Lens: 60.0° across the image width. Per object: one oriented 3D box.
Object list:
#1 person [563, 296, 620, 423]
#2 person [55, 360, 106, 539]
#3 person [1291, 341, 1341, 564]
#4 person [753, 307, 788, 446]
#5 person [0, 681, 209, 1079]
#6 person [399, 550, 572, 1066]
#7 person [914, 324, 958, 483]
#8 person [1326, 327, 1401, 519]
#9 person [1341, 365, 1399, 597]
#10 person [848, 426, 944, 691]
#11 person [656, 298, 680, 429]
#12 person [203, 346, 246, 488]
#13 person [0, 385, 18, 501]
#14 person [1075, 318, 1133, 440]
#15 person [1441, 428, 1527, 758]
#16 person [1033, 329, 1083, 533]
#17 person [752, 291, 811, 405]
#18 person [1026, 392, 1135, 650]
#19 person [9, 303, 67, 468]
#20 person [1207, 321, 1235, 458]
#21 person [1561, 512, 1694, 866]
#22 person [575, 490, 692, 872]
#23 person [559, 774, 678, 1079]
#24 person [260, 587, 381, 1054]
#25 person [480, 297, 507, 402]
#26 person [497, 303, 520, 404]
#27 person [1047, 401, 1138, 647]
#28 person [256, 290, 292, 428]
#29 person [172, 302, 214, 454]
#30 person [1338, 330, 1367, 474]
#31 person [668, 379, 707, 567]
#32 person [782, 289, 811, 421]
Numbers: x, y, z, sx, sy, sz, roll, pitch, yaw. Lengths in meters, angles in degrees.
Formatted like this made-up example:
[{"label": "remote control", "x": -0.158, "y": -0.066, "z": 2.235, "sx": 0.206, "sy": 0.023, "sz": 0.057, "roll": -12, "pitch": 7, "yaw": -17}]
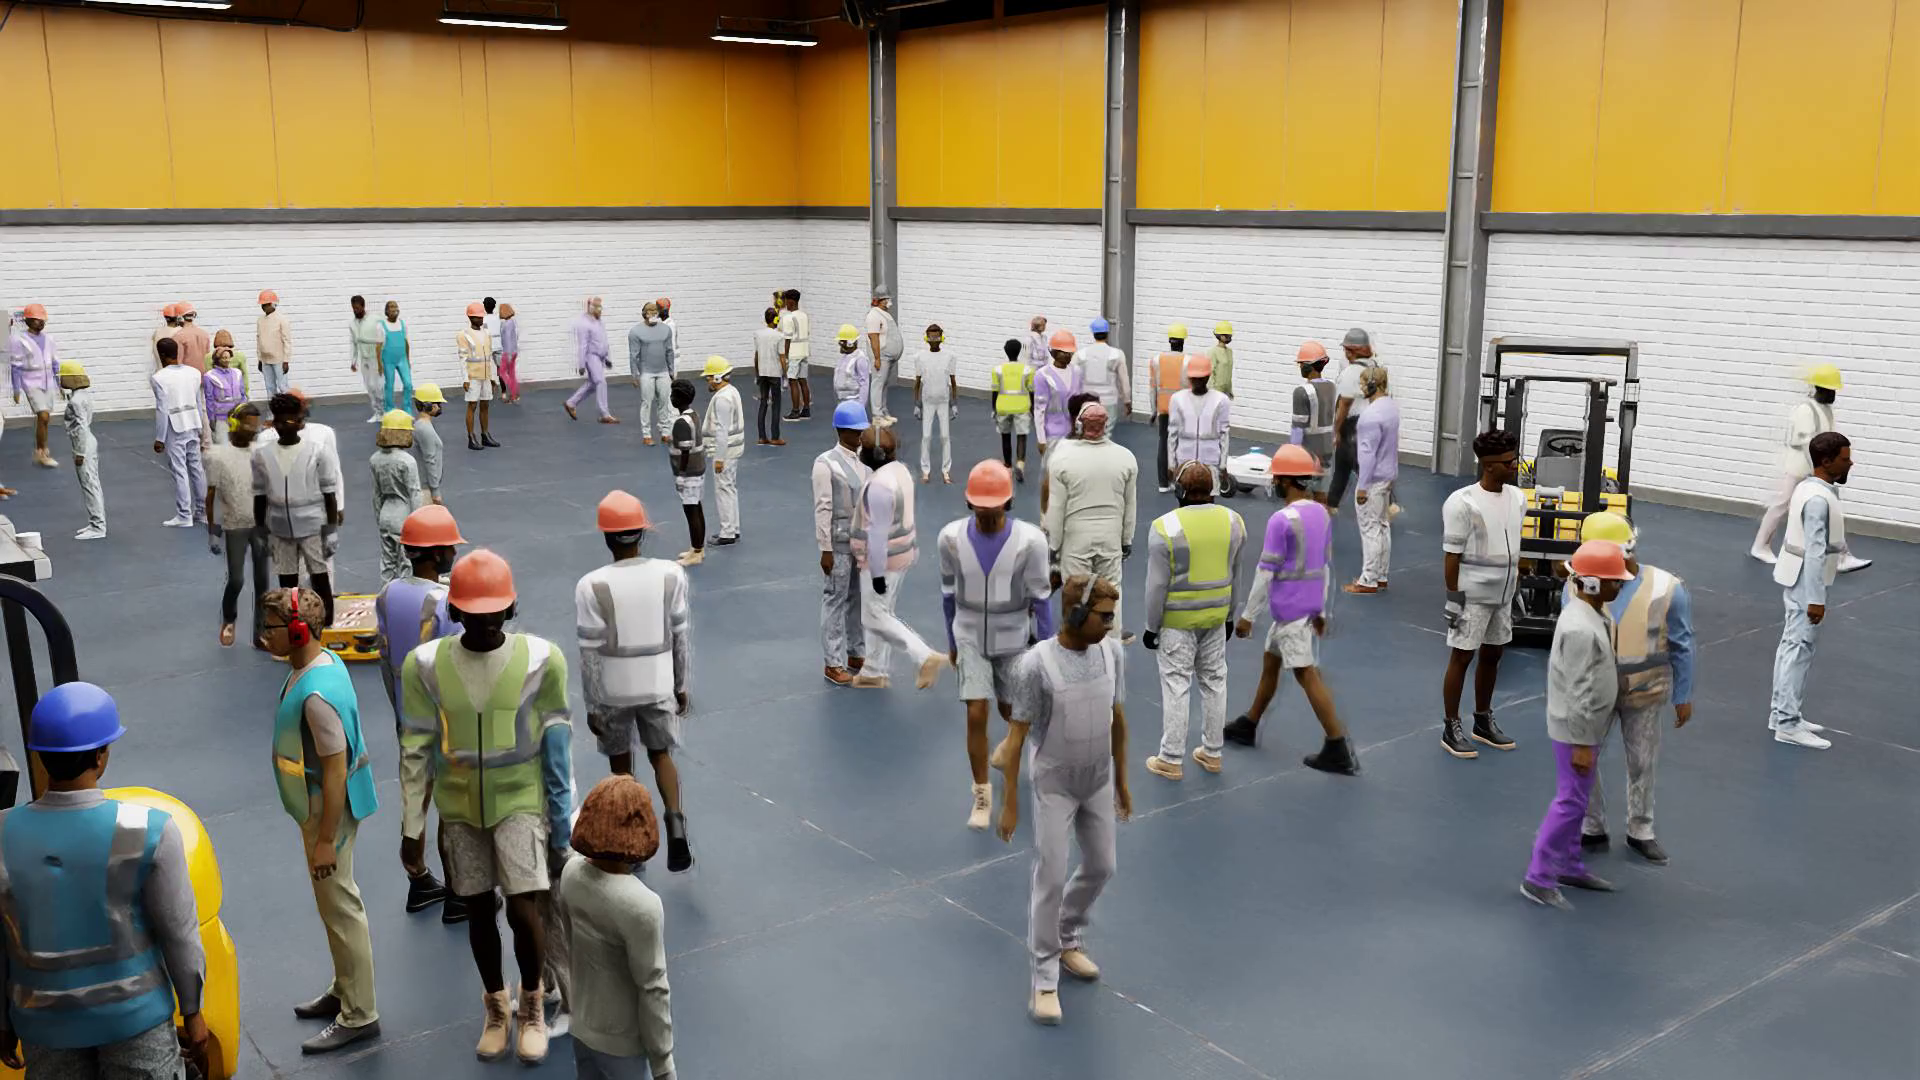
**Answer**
[{"label": "person", "x": -5.469, "y": -2.657, "z": 24.500, "sx": 0.864, "sy": 1.871, "sz": 0.638, "roll": 2, "pitch": 12, "yaw": 8}, {"label": "person", "x": -8.573, "y": -0.881, "z": 16.213, "sx": 0.307, "sy": 1.743, "sz": 0.494, "roll": -5, "pitch": 13, "yaw": -21}, {"label": "person", "x": 3.152, "y": -0.771, "z": 14.991, "sx": 0.607, "sy": 2.036, "sz": 0.409, "roll": -11, "pitch": 16, "yaw": -42}, {"label": "person", "x": -2.521, "y": -2.175, "z": 22.201, "sx": 0.528, "sy": 1.857, "sz": 0.333, "roll": 6, "pitch": 13, "yaw": 26}, {"label": "person", "x": -2.516, "y": 1.366, "z": 4.866, "sx": 0.615, "sy": 1.945, "sz": 0.405, "roll": -1, "pitch": 12, "yaw": -7}, {"label": "person", "x": -1.793, "y": 1.029, "z": 6.310, "sx": 0.623, "sy": 2.030, "sz": 0.464, "roll": -1, "pitch": 12, "yaw": -5}, {"label": "person", "x": -0.279, "y": -1.579, "z": 19.306, "sx": 0.505, "sy": 1.864, "sz": 0.331, "roll": 0, "pitch": 12, "yaw": 0}, {"label": "person", "x": 4.118, "y": -1.208, "z": 17.070, "sx": 1.022, "sy": 2.000, "sz": 0.690, "roll": 8, "pitch": 14, "yaw": 35}, {"label": "person", "x": 3.458, "y": -0.493, "z": 13.896, "sx": 0.378, "sy": 1.931, "sz": 0.635, "roll": 7, "pitch": 13, "yaw": 29}, {"label": "person", "x": -0.461, "y": 0.143, "z": 11.081, "sx": 0.678, "sy": 1.826, "sz": 0.639, "roll": 2, "pitch": 12, "yaw": 12}, {"label": "person", "x": -4.186, "y": -2.522, "z": 23.822, "sx": 0.347, "sy": 1.879, "sz": 0.577, "roll": -4, "pitch": 13, "yaw": -21}, {"label": "person", "x": -8.365, "y": -1.393, "z": 18.964, "sx": 0.316, "sy": 1.629, "sz": 0.509, "roll": 6, "pitch": 13, "yaw": 27}, {"label": "person", "x": -10.681, "y": -1.402, "z": 18.252, "sx": 0.376, "sy": 1.940, "sz": 0.629, "roll": -2, "pitch": 12, "yaw": -8}, {"label": "person", "x": 1.687, "y": -1.616, "z": 19.344, "sx": 0.637, "sy": 1.920, "sz": 0.799, "roll": 5, "pitch": 13, "yaw": 24}, {"label": "person", "x": 3.131, "y": 0.309, "z": 9.921, "sx": 0.612, "sy": 1.966, "sz": 0.362, "roll": -6, "pitch": 13, "yaw": -28}, {"label": "person", "x": 0.998, "y": -1.058, "z": 16.388, "sx": 0.614, "sy": 2.029, "sz": 0.409, "roll": -10, "pitch": 15, "yaw": -40}, {"label": "person", "x": -2.844, "y": -3.062, "z": 26.566, "sx": 0.990, "sy": 1.818, "sz": 0.502, "roll": 2, "pitch": 12, "yaw": 8}, {"label": "person", "x": 0.790, "y": -0.135, "z": 12.194, "sx": 0.967, "sy": 1.919, "sz": 0.587, "roll": 0, "pitch": 12, "yaw": -2}, {"label": "person", "x": -11.212, "y": -1.879, "z": 20.348, "sx": 0.694, "sy": 2.019, "sz": 0.649, "roll": 4, "pitch": 12, "yaw": 18}, {"label": "person", "x": 3.285, "y": -1.871, "z": 20.935, "sx": 0.316, "sy": 1.769, "sz": 0.523, "roll": 9, "pitch": 15, "yaw": 38}, {"label": "person", "x": 3.284, "y": 0.744, "z": 8.270, "sx": 0.651, "sy": 1.788, "sz": 0.439, "roll": 7, "pitch": 13, "yaw": 29}, {"label": "person", "x": -1.564, "y": 0.718, "z": 8.051, "sx": 0.558, "sy": 1.925, "sz": 0.633, "roll": -6, "pitch": 13, "yaw": -27}, {"label": "person", "x": -1.026, "y": 1.499, "z": 5.008, "sx": 0.289, "sy": 1.629, "sz": 0.502, "roll": -10, "pitch": 16, "yaw": -41}, {"label": "person", "x": -2.474, "y": 1.076, "z": 6.512, "sx": 0.373, "sy": 1.843, "sz": 0.570, "roll": -5, "pitch": 13, "yaw": -24}, {"label": "person", "x": -7.604, "y": -3.097, "z": 27.031, "sx": 0.535, "sy": 1.697, "sz": 0.318, "roll": -11, "pitch": 16, "yaw": -43}, {"label": "person", "x": -7.251, "y": -2.979, "z": 26.639, "sx": 0.327, "sy": 1.622, "sz": 0.513, "roll": -1, "pitch": 12, "yaw": -5}, {"label": "person", "x": 0.906, "y": -0.011, "z": 11.606, "sx": 0.642, "sy": 1.913, "sz": 0.408, "roll": -3, "pitch": 12, "yaw": -13}, {"label": "person", "x": -9.830, "y": -2.581, "z": 23.813, "sx": 0.611, "sy": 1.994, "sz": 0.379, "roll": 5, "pitch": 13, "yaw": 24}, {"label": "person", "x": -9.857, "y": -2.059, "z": 21.340, "sx": 0.410, "sy": 1.980, "sz": 0.626, "roll": 3, "pitch": 12, "yaw": 15}, {"label": "person", "x": 4.777, "y": -1.673, "z": 20.066, "sx": 0.321, "sy": 1.737, "sz": 0.487, "roll": -9, "pitch": 15, "yaw": -36}, {"label": "person", "x": -2.455, "y": -0.605, "z": 14.989, "sx": 0.321, "sy": 1.696, "sz": 0.536, "roll": 0, "pitch": 12, "yaw": 2}, {"label": "person", "x": -2.437, "y": -2.741, "z": 24.688, "sx": 0.377, "sy": 1.958, "sz": 0.599, "roll": 6, "pitch": 13, "yaw": 25}]
